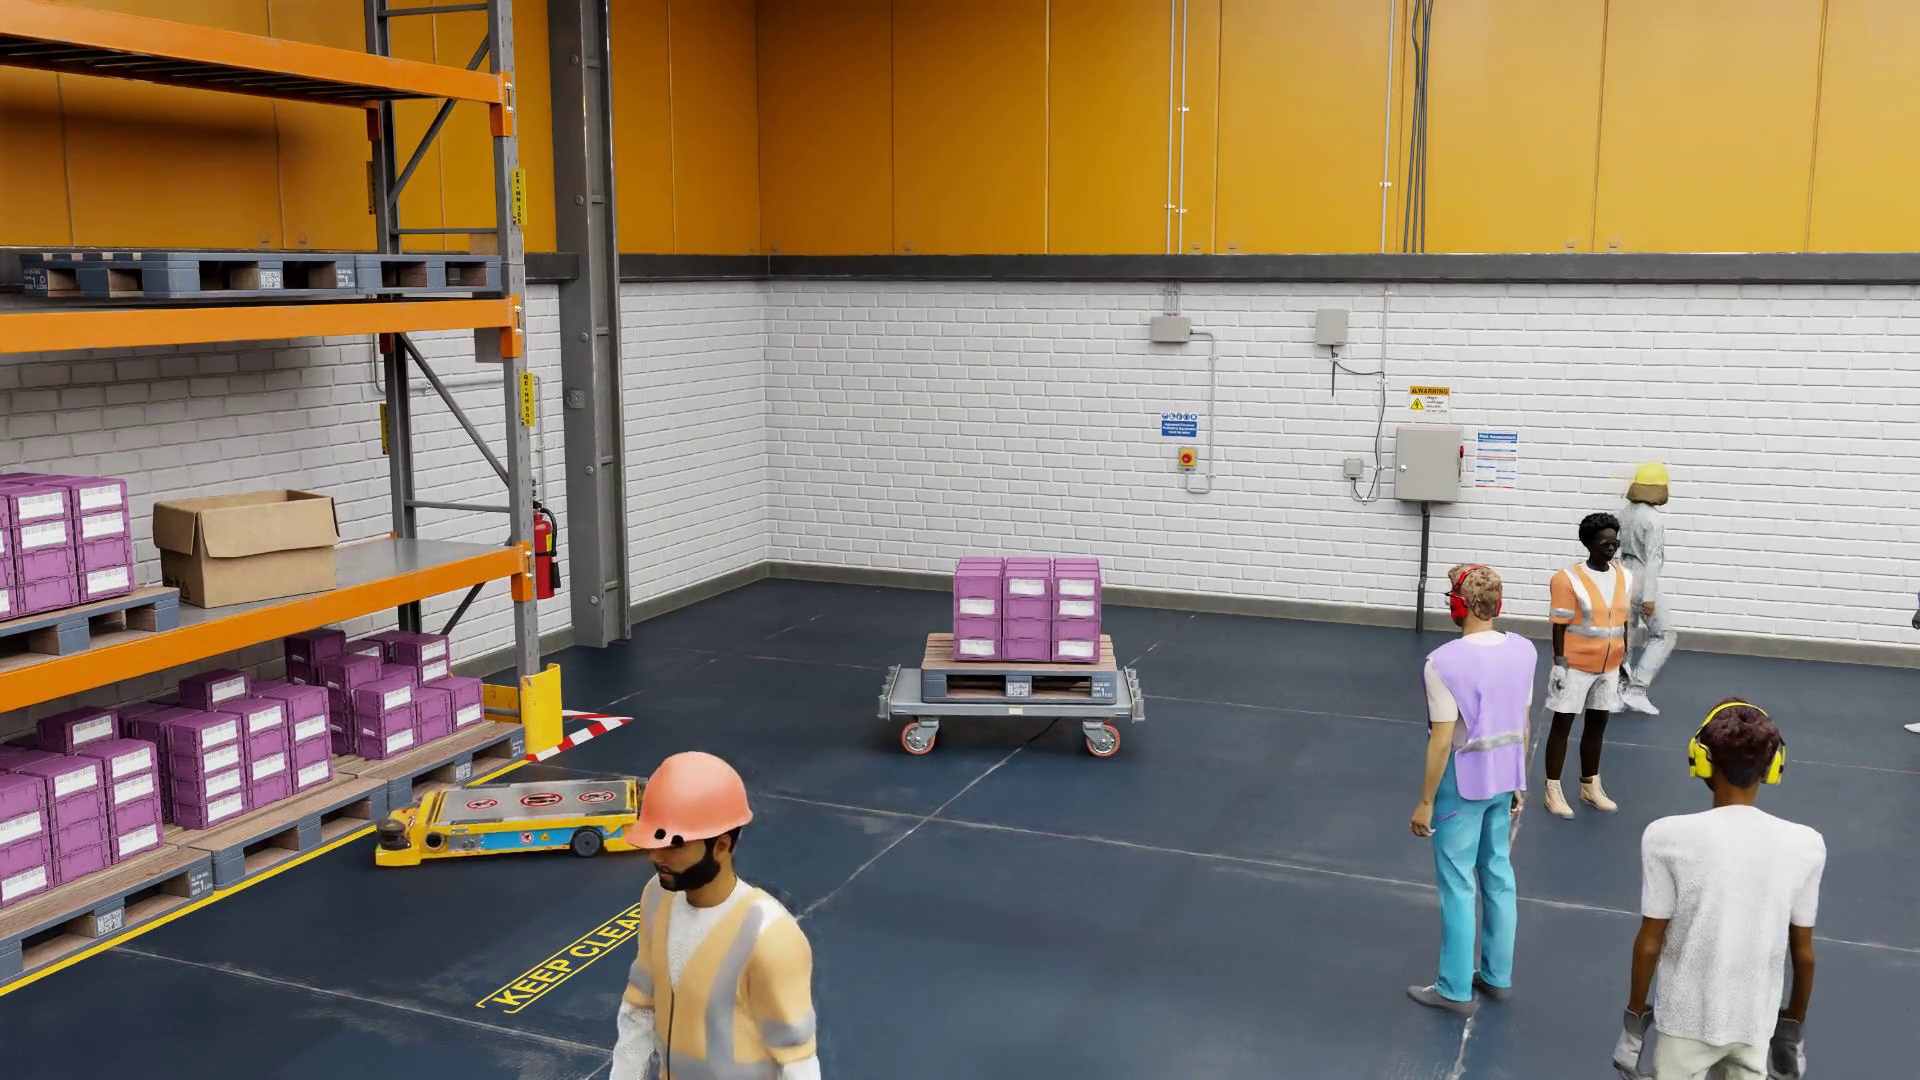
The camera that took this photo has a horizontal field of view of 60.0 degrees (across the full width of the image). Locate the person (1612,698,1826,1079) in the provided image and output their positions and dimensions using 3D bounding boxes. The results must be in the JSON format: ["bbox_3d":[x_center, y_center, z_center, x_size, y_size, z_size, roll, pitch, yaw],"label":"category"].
[{"bbox_3d":[2.090,1.359,4.627,0.527,1.856,0.343,0,9,0],"label":"person"}]

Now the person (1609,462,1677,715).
[{"bbox_3d":[4.600,0.332,11.207,0.430,1.726,0.501,-2,10,-11],"label":"person"}]

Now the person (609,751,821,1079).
[{"bbox_3d":[-0.660,1.440,3.993,0.942,1.895,0.555,-8,12,-39],"label":"person"}]

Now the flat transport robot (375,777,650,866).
[{"bbox_3d":[-2.286,1.466,8.752,1.431,0.197,0.652,-2,10,-11],"label":"flat transport robot"}]

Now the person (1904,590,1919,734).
[{"bbox_3d":[6.382,0.457,10.729,0.522,1.638,0.310,-3,10,-17],"label":"person"}]

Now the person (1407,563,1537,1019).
[{"bbox_3d":[2.085,1.014,6.731,0.571,1.843,0.373,-5,11,-30],"label":"person"}]

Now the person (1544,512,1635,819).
[{"bbox_3d":[3.474,0.683,9.178,0.531,1.697,0.322,-3,10,-17],"label":"person"}]
